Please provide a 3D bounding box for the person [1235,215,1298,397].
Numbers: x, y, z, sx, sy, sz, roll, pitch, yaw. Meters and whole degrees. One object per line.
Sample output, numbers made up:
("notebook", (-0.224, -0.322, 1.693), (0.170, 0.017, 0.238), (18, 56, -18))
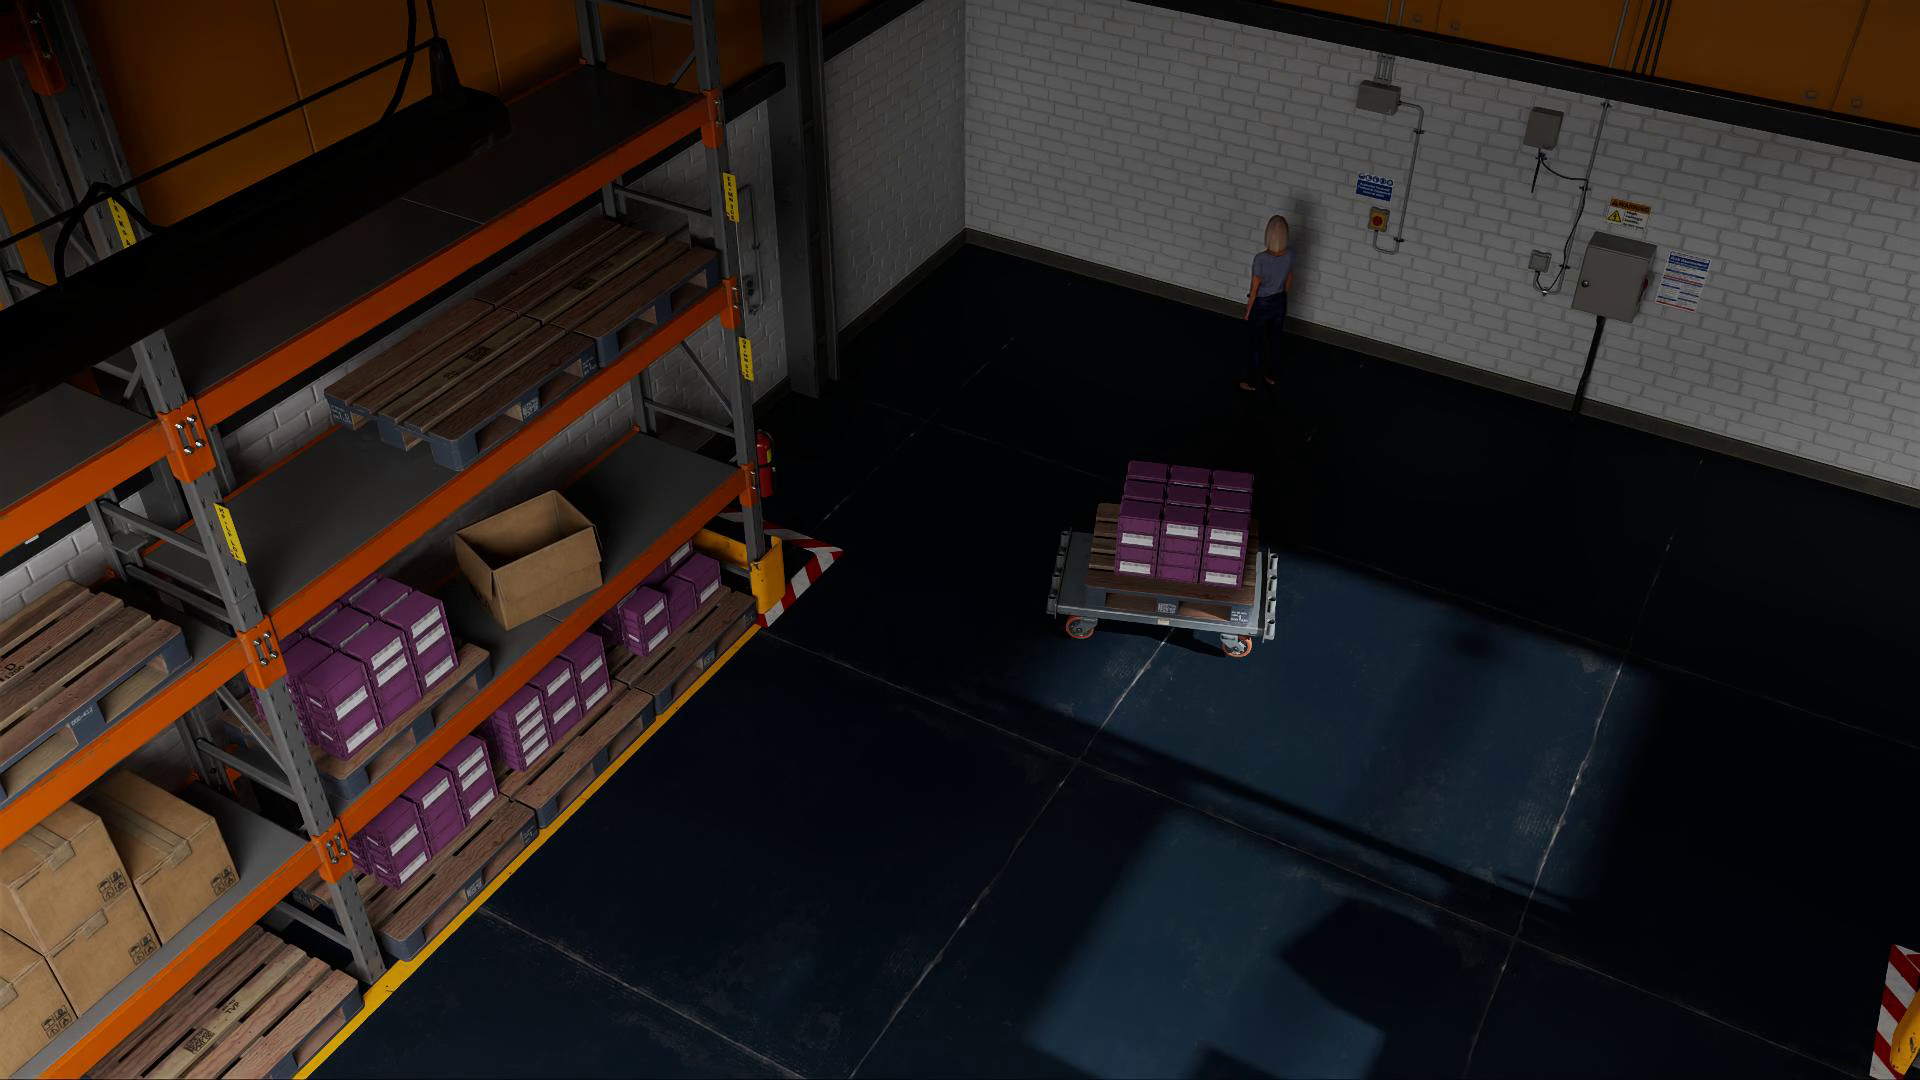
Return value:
("person", (2.676, -2.034, 14.427), (0.627, 1.722, 0.716), (-15, 41, -18))
